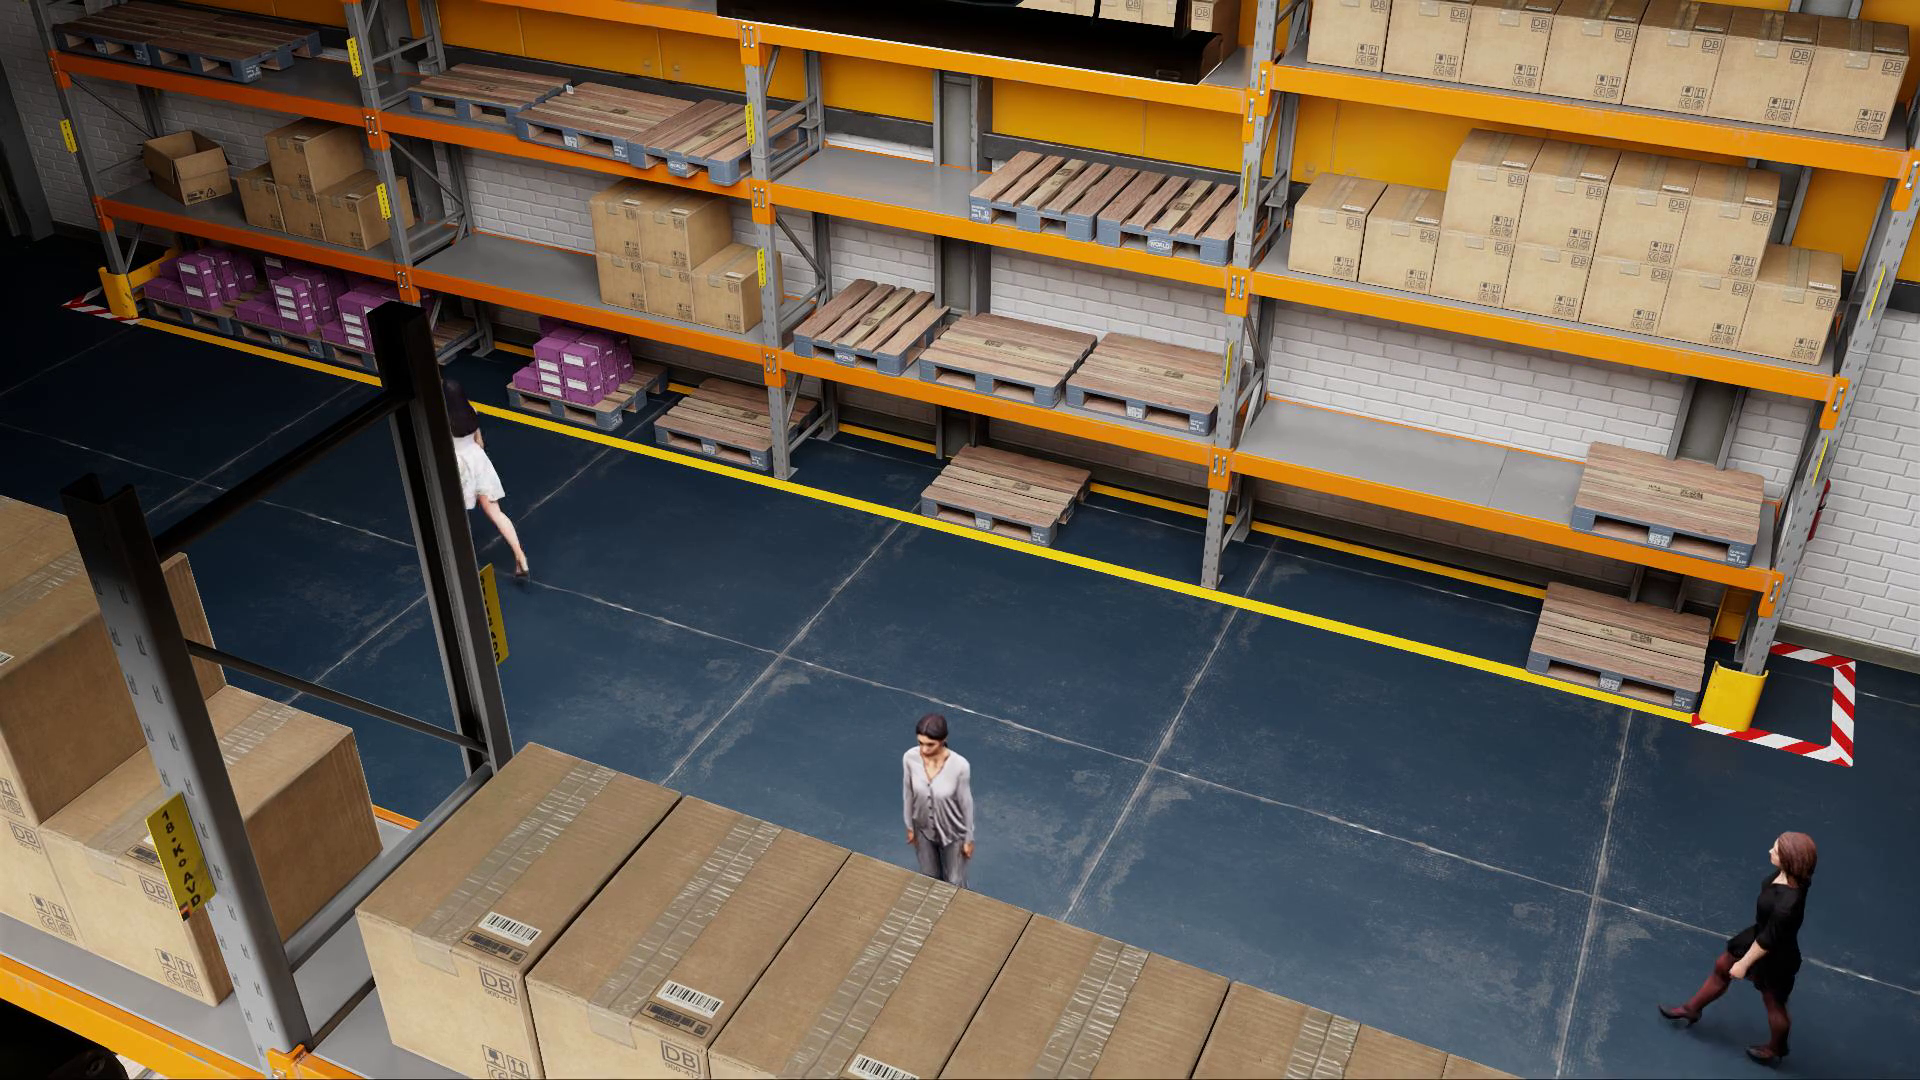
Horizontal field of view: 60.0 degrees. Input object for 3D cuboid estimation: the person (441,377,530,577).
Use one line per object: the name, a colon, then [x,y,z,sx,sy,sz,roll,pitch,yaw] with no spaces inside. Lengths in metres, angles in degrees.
person: [-3.819,-0.456,13.202,1.217,1.736,0.724,21,39,28]

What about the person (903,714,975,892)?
person: [-0.097,1.704,9.932,0.530,1.757,0.670,11,35,16]

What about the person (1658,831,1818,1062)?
person: [4.551,2.297,9.117,0.914,1.673,0.593,15,37,22]
